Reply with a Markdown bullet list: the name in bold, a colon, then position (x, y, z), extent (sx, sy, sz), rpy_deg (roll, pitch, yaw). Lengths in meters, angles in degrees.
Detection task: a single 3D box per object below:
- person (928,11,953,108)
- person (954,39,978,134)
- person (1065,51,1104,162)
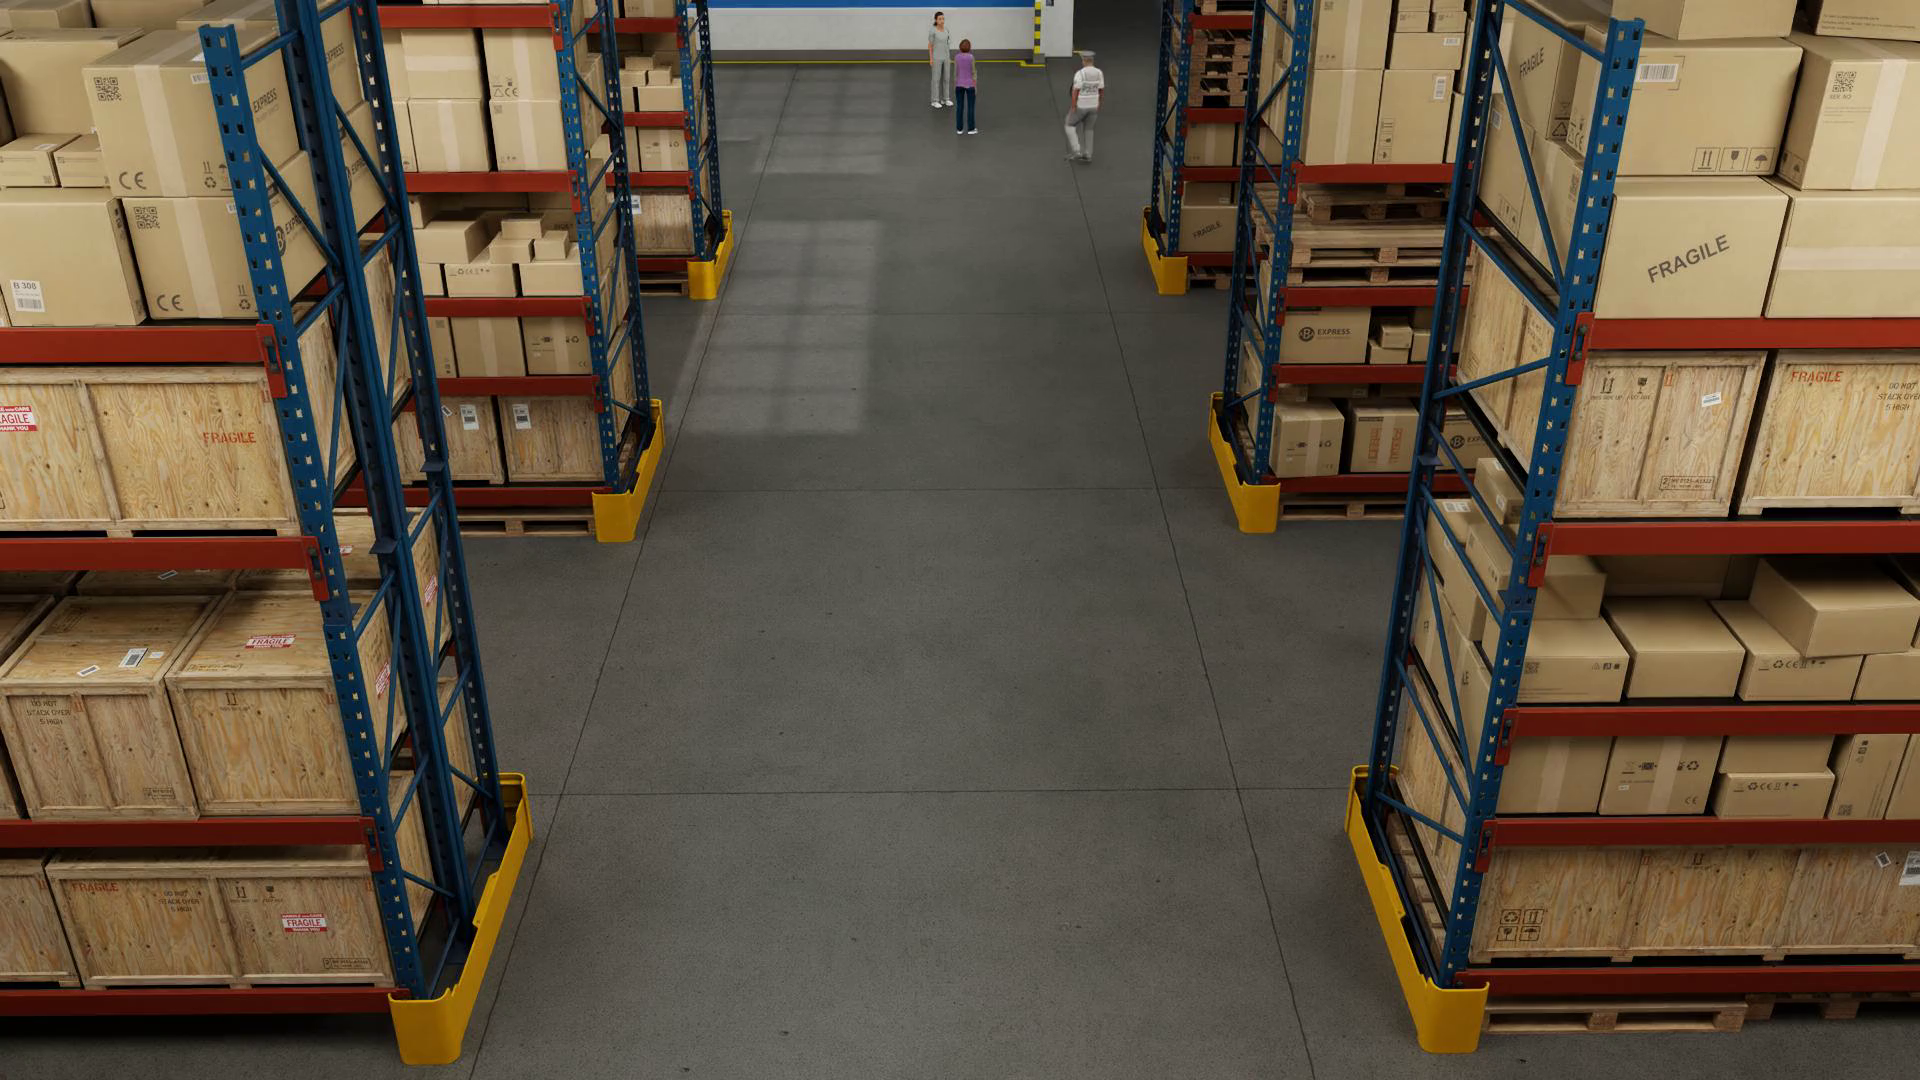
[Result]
- **person**: position (-0.346, -8.763, 30.304), extent (0.434, 1.672, 0.385), rpy_deg (-17, 33, -29)
- **person**: position (0.098, -7.781, 28.552), extent (0.408, 1.604, 0.312), rpy_deg (5, 29, 10)
- **person**: position (2.017, -7.021, 26.949), extent (0.595, 1.751, 0.457), rpy_deg (-12, 30, -21)
